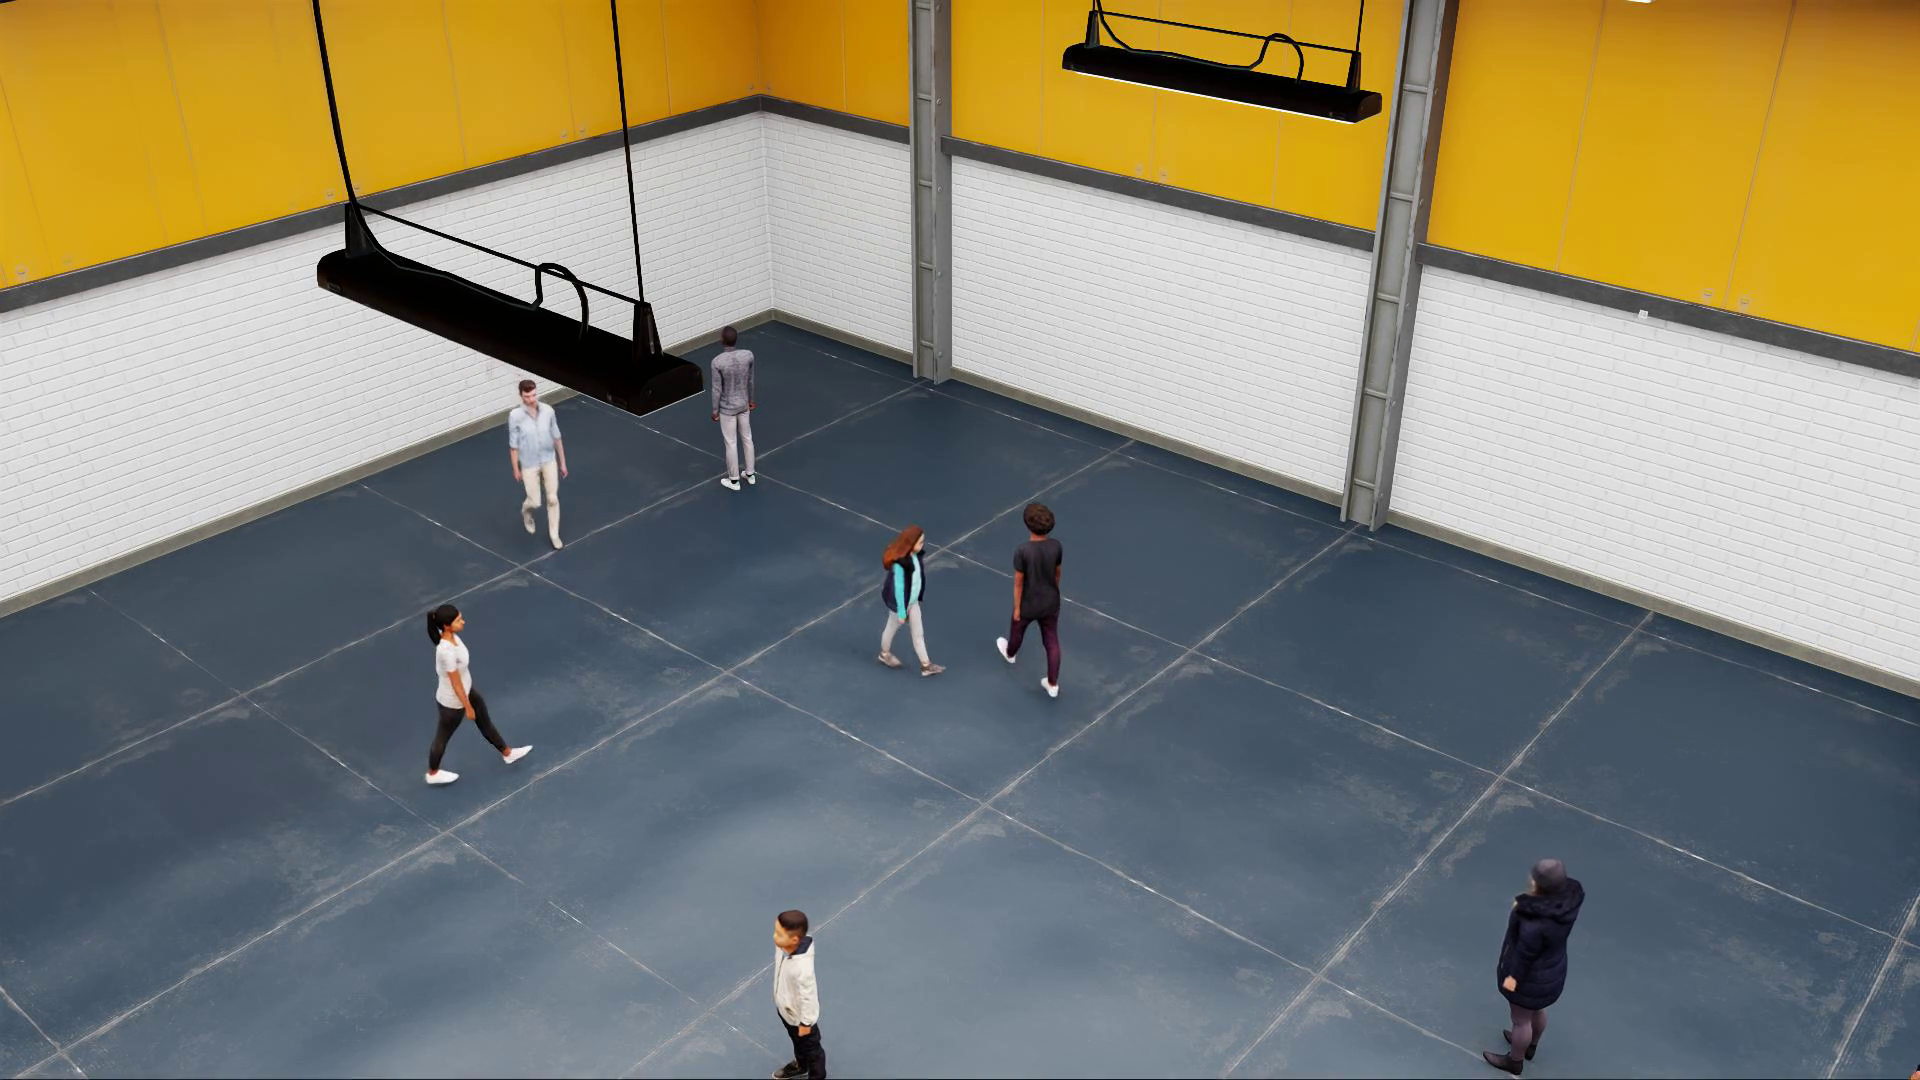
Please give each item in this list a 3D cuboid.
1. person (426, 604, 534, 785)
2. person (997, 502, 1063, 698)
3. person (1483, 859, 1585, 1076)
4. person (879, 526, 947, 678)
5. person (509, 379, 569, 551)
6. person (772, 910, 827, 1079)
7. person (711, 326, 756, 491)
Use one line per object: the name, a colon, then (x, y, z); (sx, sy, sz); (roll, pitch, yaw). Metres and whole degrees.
person: (-4.083, 1.261, 13.168); (1.068, 1.596, 1.083); (-6, 29, -11)
person: (0.702, 0.553, 14.310); (0.987, 1.745, 1.183); (-11, 30, -19)
person: (3.629, 2.679, 10.486); (0.687, 1.674, 0.672); (-25, 37, -38)
person: (-0.560, 0.523, 14.661); (0.973, 1.461, 0.721); (15, 32, 25)
person: (-4.270, -0.802, 16.706); (0.800, 1.829, 0.905); (-18, 33, -29)
person: (-1.001, 2.879, 10.351); (0.700, 1.454, 0.554); (-16, 32, -26)
person: (-2.422, -1.429, 17.845); (0.728, 1.839, 0.608); (-21, 35, -34)
